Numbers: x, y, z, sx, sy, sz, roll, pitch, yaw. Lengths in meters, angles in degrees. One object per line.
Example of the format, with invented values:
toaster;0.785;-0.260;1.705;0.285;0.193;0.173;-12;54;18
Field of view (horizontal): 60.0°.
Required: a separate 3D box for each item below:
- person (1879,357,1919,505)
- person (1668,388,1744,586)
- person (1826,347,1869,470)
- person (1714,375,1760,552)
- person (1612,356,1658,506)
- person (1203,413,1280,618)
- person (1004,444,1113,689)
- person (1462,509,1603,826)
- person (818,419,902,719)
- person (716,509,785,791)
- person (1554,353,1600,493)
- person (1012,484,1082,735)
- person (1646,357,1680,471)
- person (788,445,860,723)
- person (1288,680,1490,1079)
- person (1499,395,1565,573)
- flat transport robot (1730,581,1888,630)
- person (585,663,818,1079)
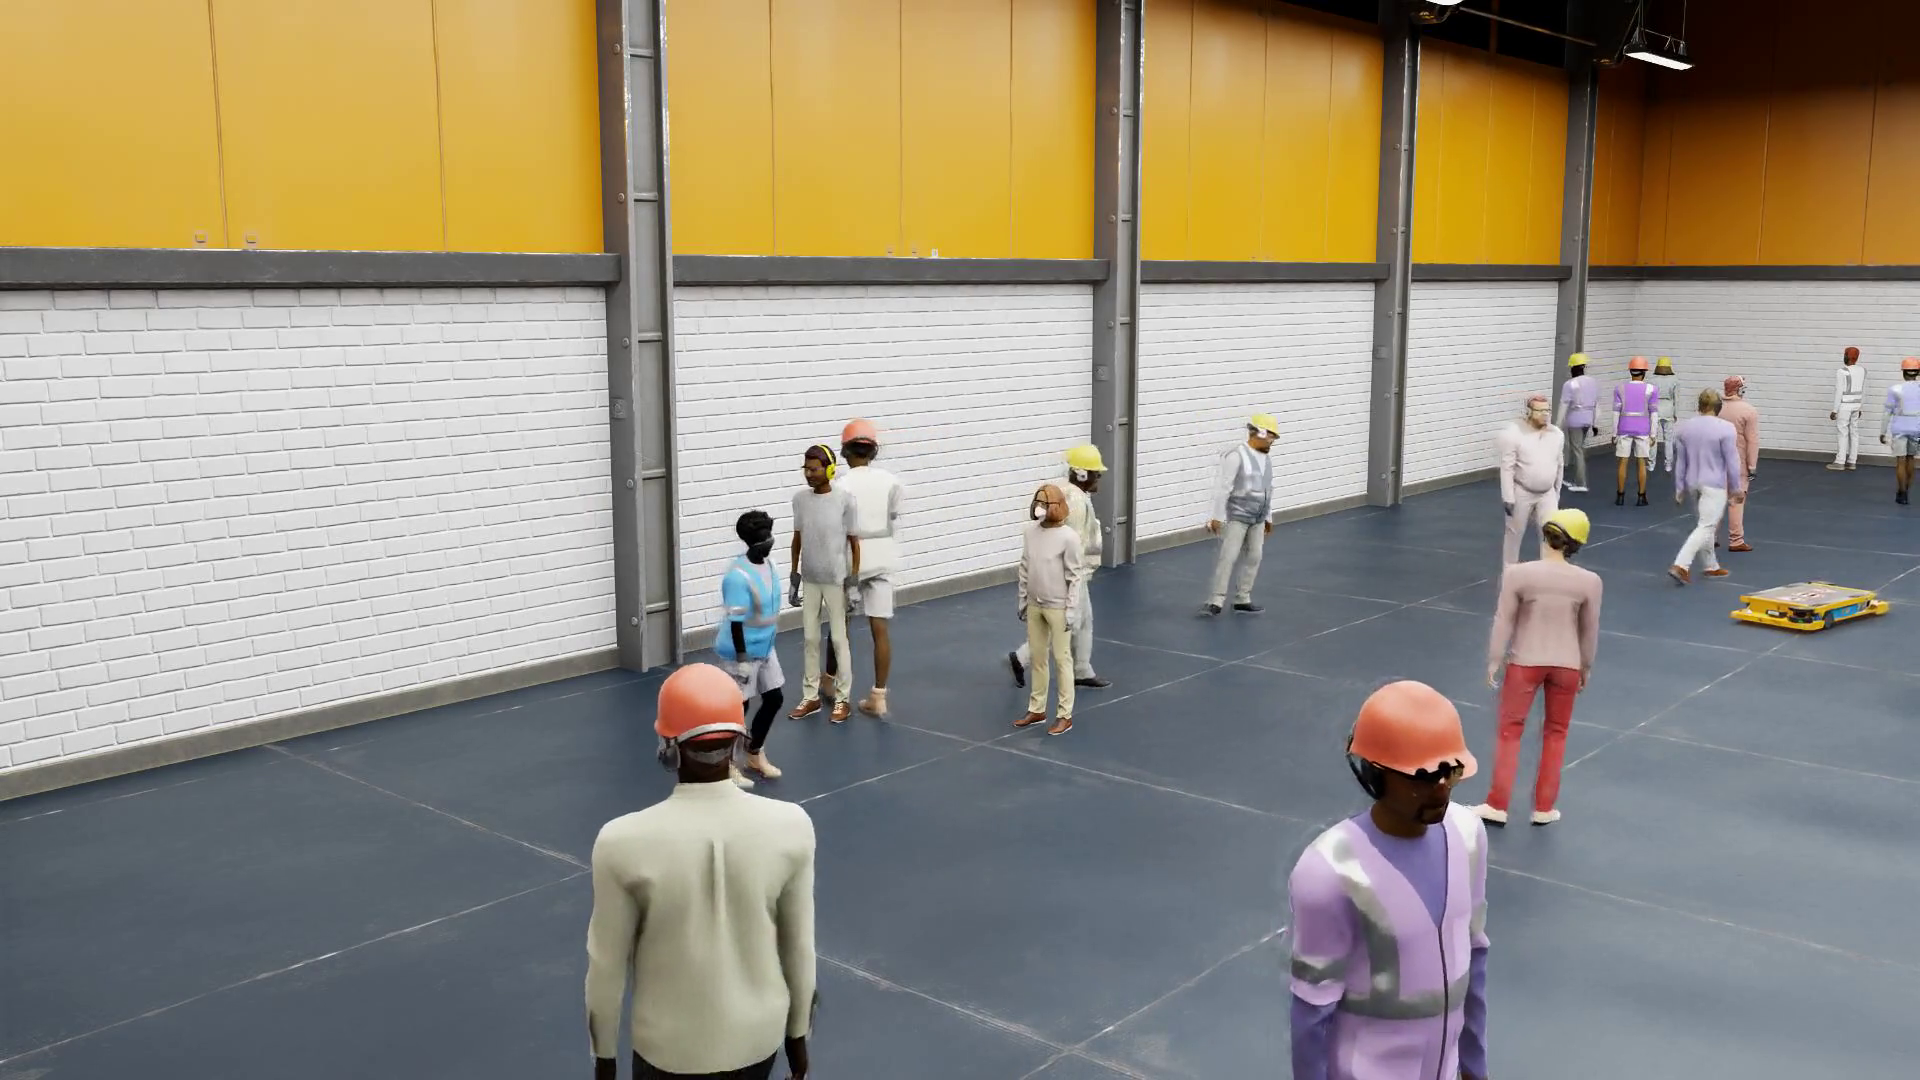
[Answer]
person;12.376;-1.442;21.811;0.579;1.909;0.806;2;9;12
person;7.172;-0.516;16.034;0.941;1.908;0.639;-3;10;-20
person;13.594;-2.010;25.475;0.575;1.883;0.355;-3;10;-20
person;8.339;-0.832;17.996;0.406;1.911;0.636;-6;11;-34
person;8.709;-1.402;21.489;0.549;1.934;0.374;4;10;26
person;2.448;-0.203;14.453;0.740;1.781;0.428;-7;12;-39
person;0.707;0.210;11.813;0.732;1.803;0.605;0;9;-2
person;3.091;0.690;9.008;0.689;1.723;0.405;2;9;10
person;-0.722;0.170;11.412;0.604;1.993;0.965;-5;10;-27
person;-1.230;0.635;9.523;0.471;1.660;0.539;4;10;24
person;8.436;-1.622;22.964;0.615;1.899;0.778;-4;10;-25
person;0.571;0.443;10.842;0.280;1.636;0.500;-9;13;-44
person;10.693;-1.924;25.373;0.493;1.741;0.315;2;9;11
person;-0.908;0.290;11.097;0.528;1.861;0.313;4;10;22
person;1.048;1.309;4.211;0.619;2.017;0.692;-6;11;-34
person;5.336;-0.393;15.360;0.679;1.869;0.911;-1;9;-9
flat transport robot;7.363;0.558;14.392;1.431;0.197;0.652;-7;11;-36
person;-0.655;1.312;4.371;0.618;1.974;0.817;-4;10;-23
